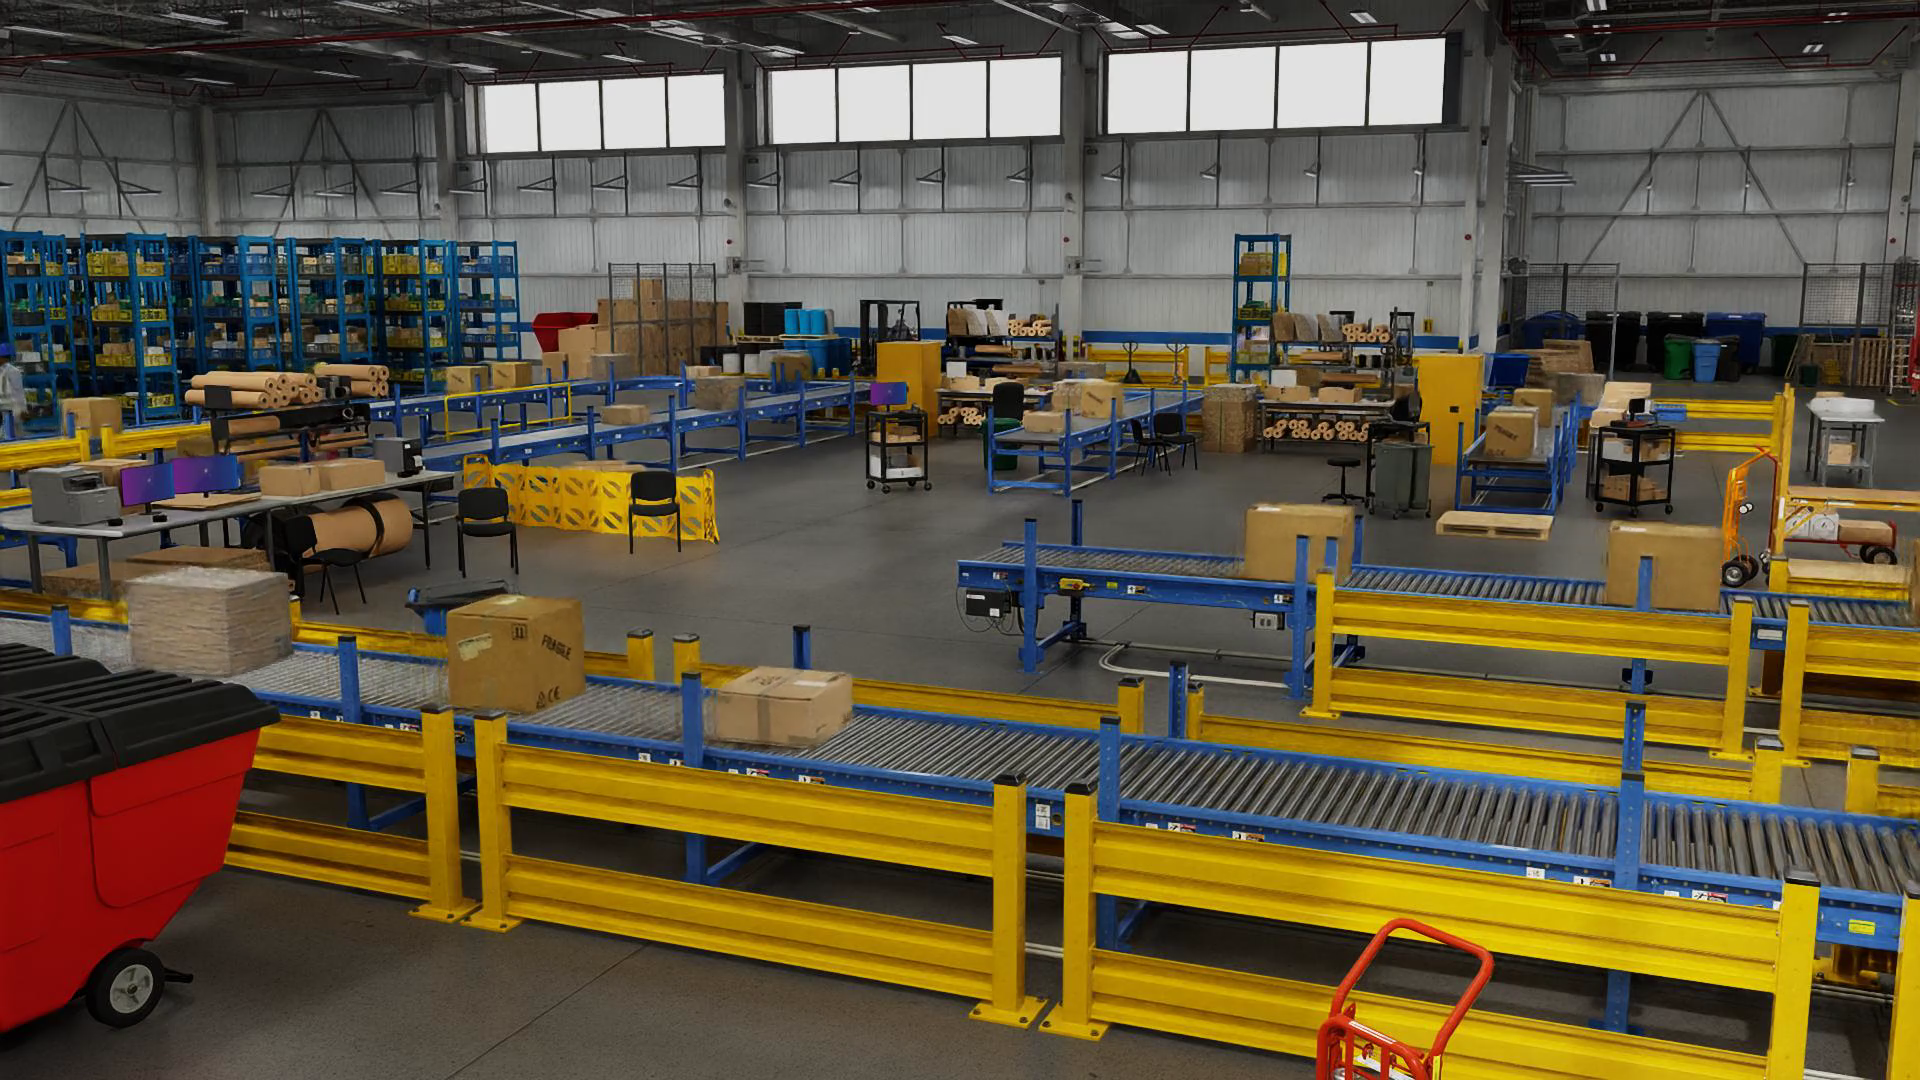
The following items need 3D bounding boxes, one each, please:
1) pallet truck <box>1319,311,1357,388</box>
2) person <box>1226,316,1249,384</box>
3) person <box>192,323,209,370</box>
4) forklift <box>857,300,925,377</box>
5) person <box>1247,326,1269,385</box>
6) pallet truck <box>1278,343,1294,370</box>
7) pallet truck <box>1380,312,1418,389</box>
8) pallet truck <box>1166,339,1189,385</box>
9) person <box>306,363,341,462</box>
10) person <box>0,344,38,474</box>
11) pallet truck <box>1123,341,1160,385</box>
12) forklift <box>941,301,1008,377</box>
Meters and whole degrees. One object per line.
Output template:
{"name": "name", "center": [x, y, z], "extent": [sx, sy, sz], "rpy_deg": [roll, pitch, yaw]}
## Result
{"name": "pallet truck", "center": [9.071, -4.419, 39.190], "extent": [0.823, 1.965, 1.885], "rpy_deg": [5, 10, 26]}
{"name": "person", "center": [5.670, -3.543, 33.786], "extent": [0.665, 2.031, 0.622], "rpy_deg": [-4, 10, -25]}
{"name": "person", "center": [-17.889, -4.317, 39.081], "extent": [0.560, 1.837, 0.389], "rpy_deg": [-3, 10, -19]}
{"name": "forklift", "center": [-1.732, -5.109, 42.468], "extent": [1.157, 1.987, 2.680], "rpy_deg": [4, 10, 22]}
{"name": "person", "center": [6.328, -3.822, 35.962], "extent": [0.949, 1.860, 0.673], "rpy_deg": [-2, 10, -14]}
{"name": "pallet truck", "center": [7.886, -4.163, 39.743], "extent": [0.653, 1.274, 1.630], "rpy_deg": [4, 10, 22]}
{"name": "pallet truck", "center": [10.207, -4.283, 38.369], "extent": [0.823, 1.965, 1.885], "rpy_deg": [3, 10, 20]}
{"name": "pallet truck", "center": [5.418, -4.269, 40.420], "extent": [0.704, 1.261, 1.522], "rpy_deg": [3, 10, 20]}
{"name": "person", "center": [-8.772, -1.578, 22.850], "extent": [0.525, 1.709, 0.948], "rpy_deg": [2, 10, 14]}
{"name": "person", "center": [-13.836, -1.867, 23.988], "extent": [0.652, 1.899, 0.961], "rpy_deg": [8, 12, 41]}
{"name": "pallet truck", "center": [4.445, -4.380, 41.279], "extent": [0.680, 1.201, 1.601], "rpy_deg": [4, 10, 22]}
{"name": "forklift", "center": [0.365, -4.966, 41.571], "extent": [1.157, 1.987, 2.680], "rpy_deg": [3, 10, 20]}
